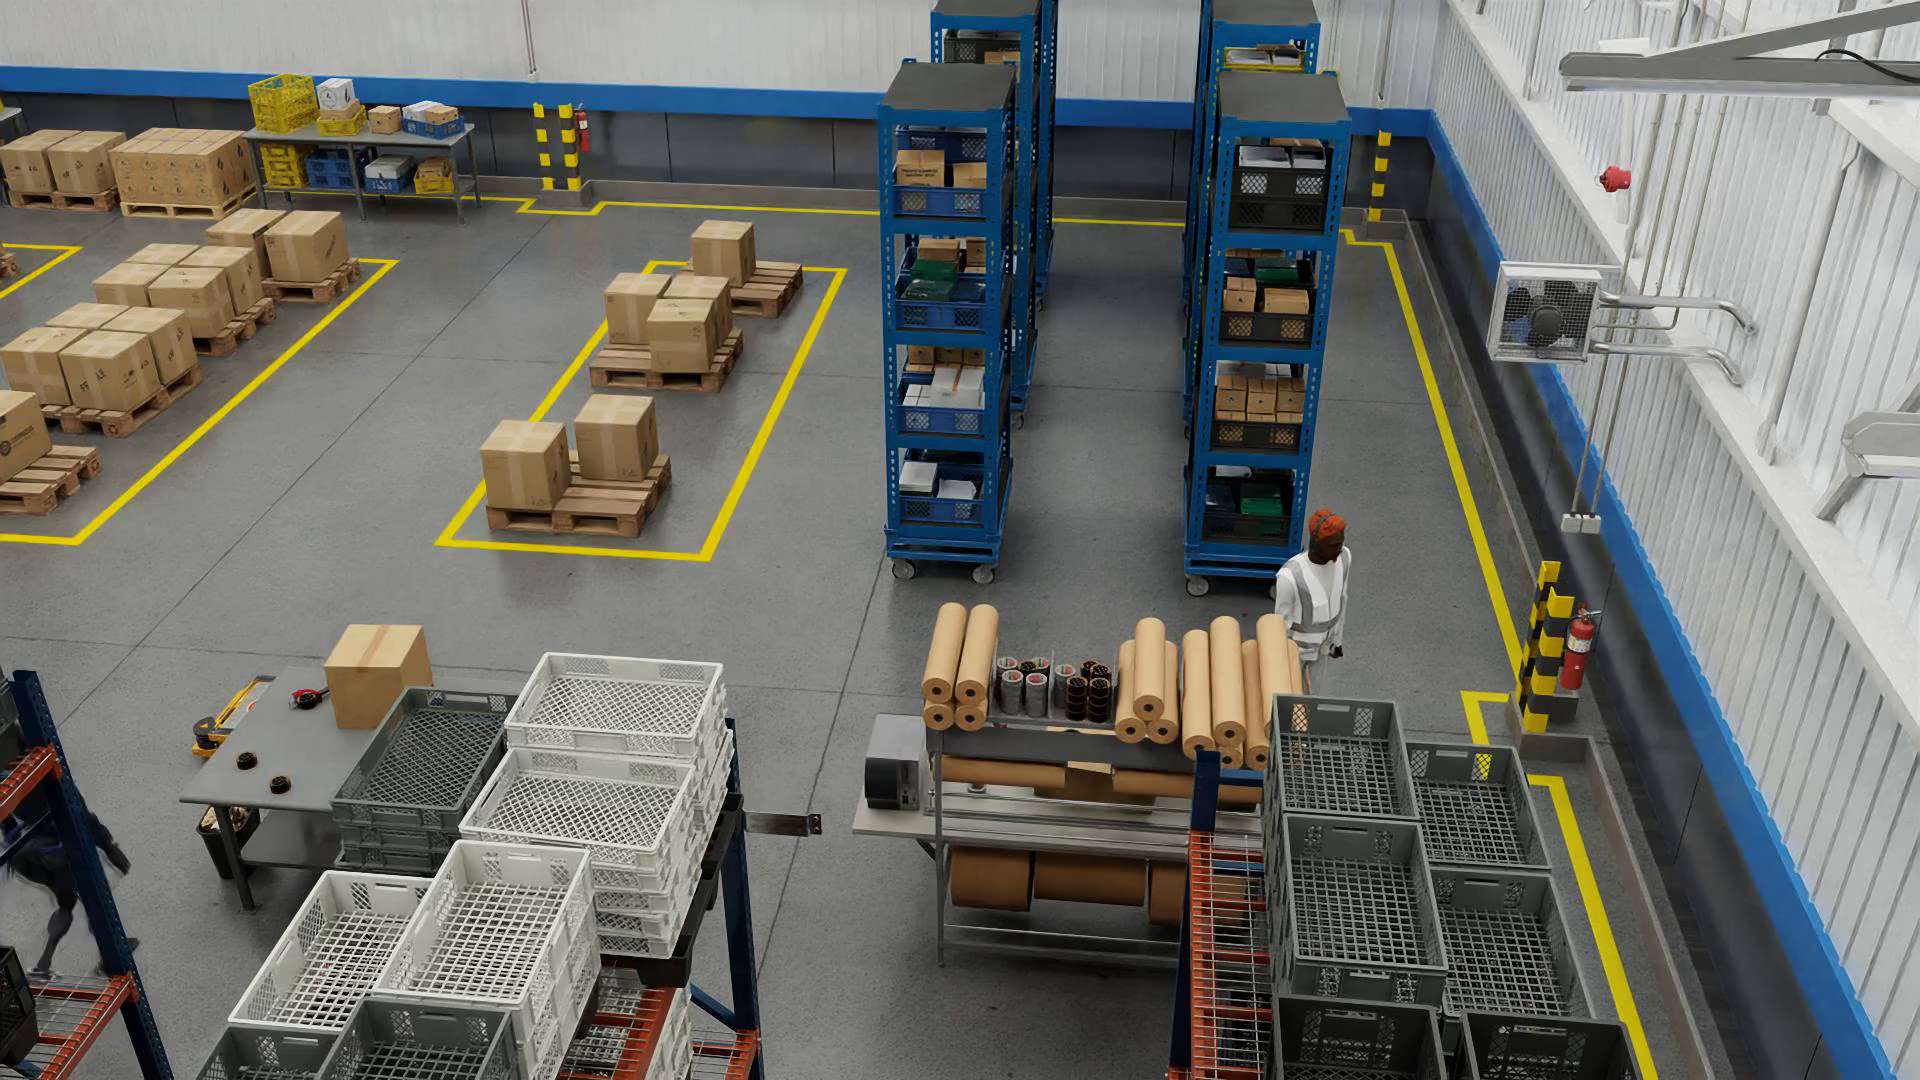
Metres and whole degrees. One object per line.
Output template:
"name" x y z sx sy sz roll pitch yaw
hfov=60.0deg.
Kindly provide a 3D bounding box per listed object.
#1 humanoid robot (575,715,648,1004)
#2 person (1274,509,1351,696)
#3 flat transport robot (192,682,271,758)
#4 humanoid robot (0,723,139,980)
"humanoid robot" -1.871 1.631 8.497 0.775 1.618 0.720 23 37 34
"person" 2.073 0.639 9.983 0.574 1.875 0.355 -21 36 -32
"flat transport robot" -4.089 1.163 10.648 1.431 0.197 0.652 3 30 6
"humanoid robot" -4.652 1.594 8.539 0.599 1.637 0.502 8 31 14
